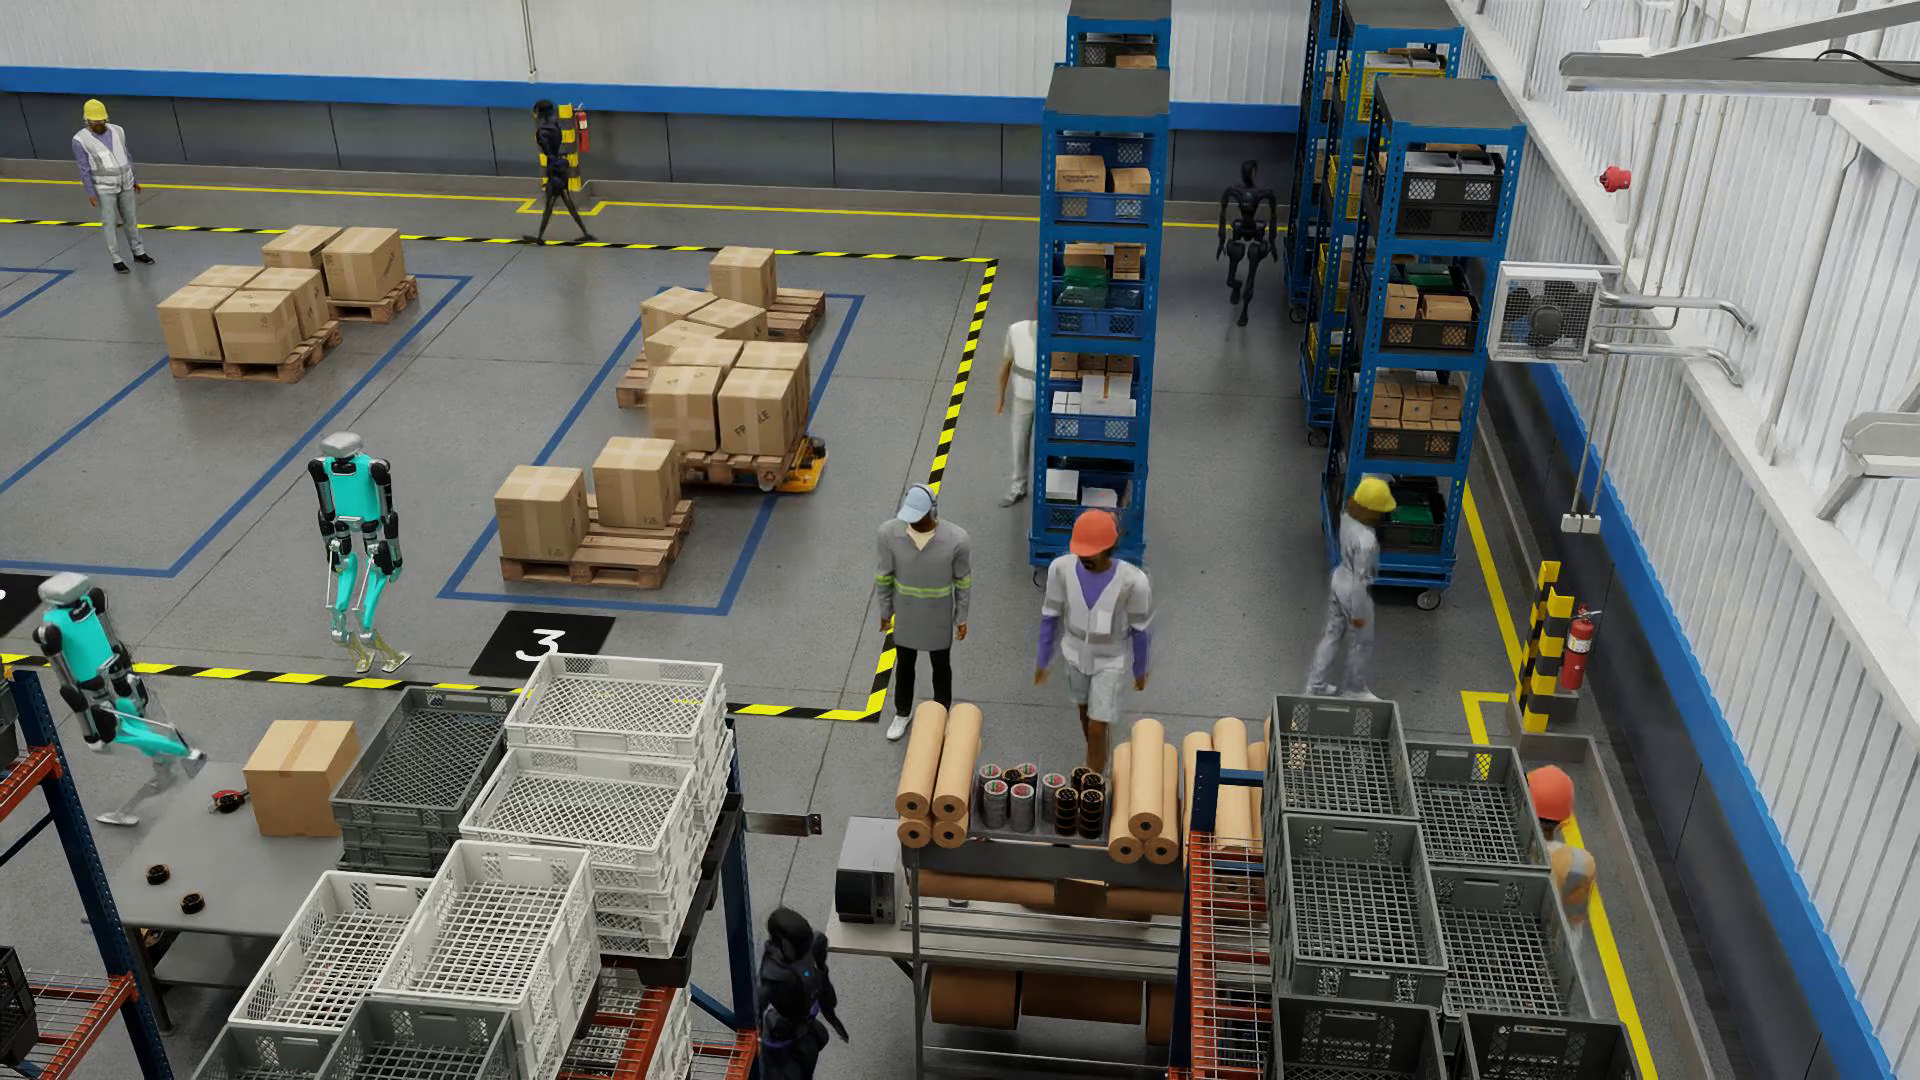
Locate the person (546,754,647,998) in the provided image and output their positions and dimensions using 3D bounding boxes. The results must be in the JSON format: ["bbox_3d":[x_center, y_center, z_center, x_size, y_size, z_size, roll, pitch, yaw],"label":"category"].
[{"bbox_3d":[-1.799,1.686,8.226,0.500,1.837,0.606,2,30,3],"label":"person"}]

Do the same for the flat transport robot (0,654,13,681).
[{"bbox_3d":[-7.142,0.969,11.010,1.431,0.231,0.659,3,30,6],"label":"flat transport robot"}]

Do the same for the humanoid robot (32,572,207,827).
[{"bbox_3d":[-4.648,1.002,9.558,1.051,1.768,0.541,3,30,5],"label":"humanoid robot"}]

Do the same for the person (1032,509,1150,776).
[{"bbox_3d":[0.715,0.756,9.641,0.624,2.007,0.901,14,33,23],"label":"person"}]

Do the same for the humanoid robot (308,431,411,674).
[{"bbox_3d":[-3.954,0.168,10.792,0.533,1.677,0.735,3,30,6],"label":"humanoid robot"}]

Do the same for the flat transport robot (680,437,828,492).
[{"bbox_3d":[-1.859,-0.668,13.793,1.431,0.197,0.652,3,30,6],"label":"flat transport robot"}]

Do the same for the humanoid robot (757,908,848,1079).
[{"bbox_3d":[-0.729,2.259,7.401,0.482,1.644,0.611,17,34,27],"label":"humanoid robot"}]

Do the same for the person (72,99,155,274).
[{"bbox_3d":[-8.934,-3.743,17.550,0.404,1.827,0.599,17,34,27],"label":"person"}]

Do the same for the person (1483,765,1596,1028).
[{"bbox_3d":[2.617,1.825,7.920,0.550,1.900,0.914,4,30,6],"label":"person"}]

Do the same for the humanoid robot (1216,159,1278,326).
[{"bbox_3d":[2.855,-2.969,16.391,0.615,1.640,0.556,8,31,14],"label":"humanoid robot"}]

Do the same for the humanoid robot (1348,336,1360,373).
[{"bbox_3d":[3.334,-1.209,13.160,0.533,1.674,0.735,3,30,6],"label":"humanoid robot"}]

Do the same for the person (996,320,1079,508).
[{"bbox_3d":[0.618,-1.102,13.045,0.646,1.813,0.386,3,30,5],"label":"person"}]

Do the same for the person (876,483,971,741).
[{"bbox_3d":[-0.229,0.459,10.315,0.589,1.848,0.404,5,31,8],"label":"person"}]

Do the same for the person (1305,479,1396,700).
[{"bbox_3d":[2.529,0.321,10.675,0.516,1.713,0.585,-3,30,-4],"label":"person"}]

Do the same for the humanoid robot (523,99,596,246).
[{"bbox_3d":[-4.476,-4.028,18.232,0.773,1.623,0.616,-2,30,-4],"label":"humanoid robot"}]
